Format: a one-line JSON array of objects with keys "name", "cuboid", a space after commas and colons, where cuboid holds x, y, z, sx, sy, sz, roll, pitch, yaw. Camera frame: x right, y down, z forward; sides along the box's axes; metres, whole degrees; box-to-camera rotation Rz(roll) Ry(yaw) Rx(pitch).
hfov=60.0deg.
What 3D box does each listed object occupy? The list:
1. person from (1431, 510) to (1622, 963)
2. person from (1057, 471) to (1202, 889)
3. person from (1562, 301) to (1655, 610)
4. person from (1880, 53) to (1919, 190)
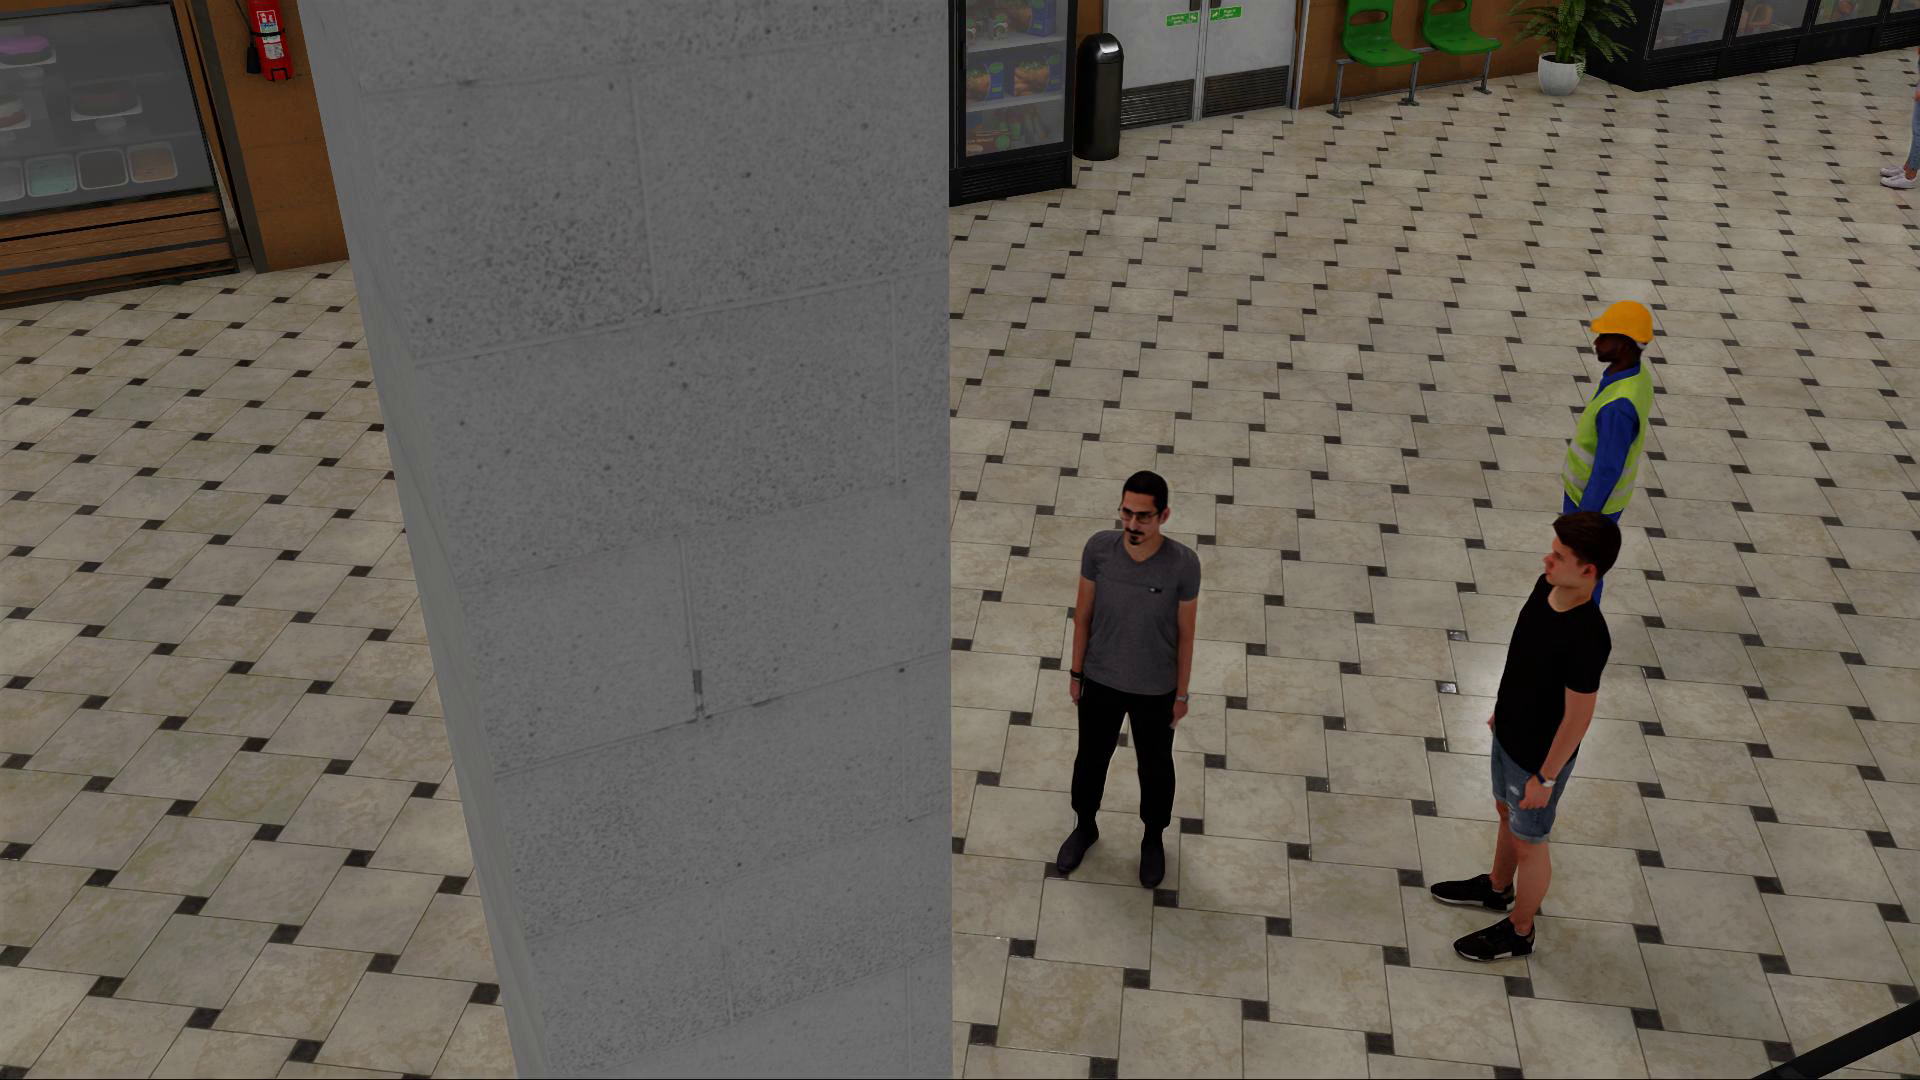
[{"name": "person", "cuboid": [2.039, 0.696, 5.849, 0.800, 1.846, 0.654, 0, 32, 0]}, {"name": "person", "cuboid": [0.641, 0.511, 6.233, 0.695, 1.755, 0.743, 9, 33, 14]}, {"name": "person", "cuboid": [2.798, -0.209, 7.337, 0.807, 1.810, 0.749, 11, 34, 17]}, {"name": "person", "cuboid": [7.503, -3.572, 12.842, 0.715, 1.703, 0.687, 16, 35, 23]}]
